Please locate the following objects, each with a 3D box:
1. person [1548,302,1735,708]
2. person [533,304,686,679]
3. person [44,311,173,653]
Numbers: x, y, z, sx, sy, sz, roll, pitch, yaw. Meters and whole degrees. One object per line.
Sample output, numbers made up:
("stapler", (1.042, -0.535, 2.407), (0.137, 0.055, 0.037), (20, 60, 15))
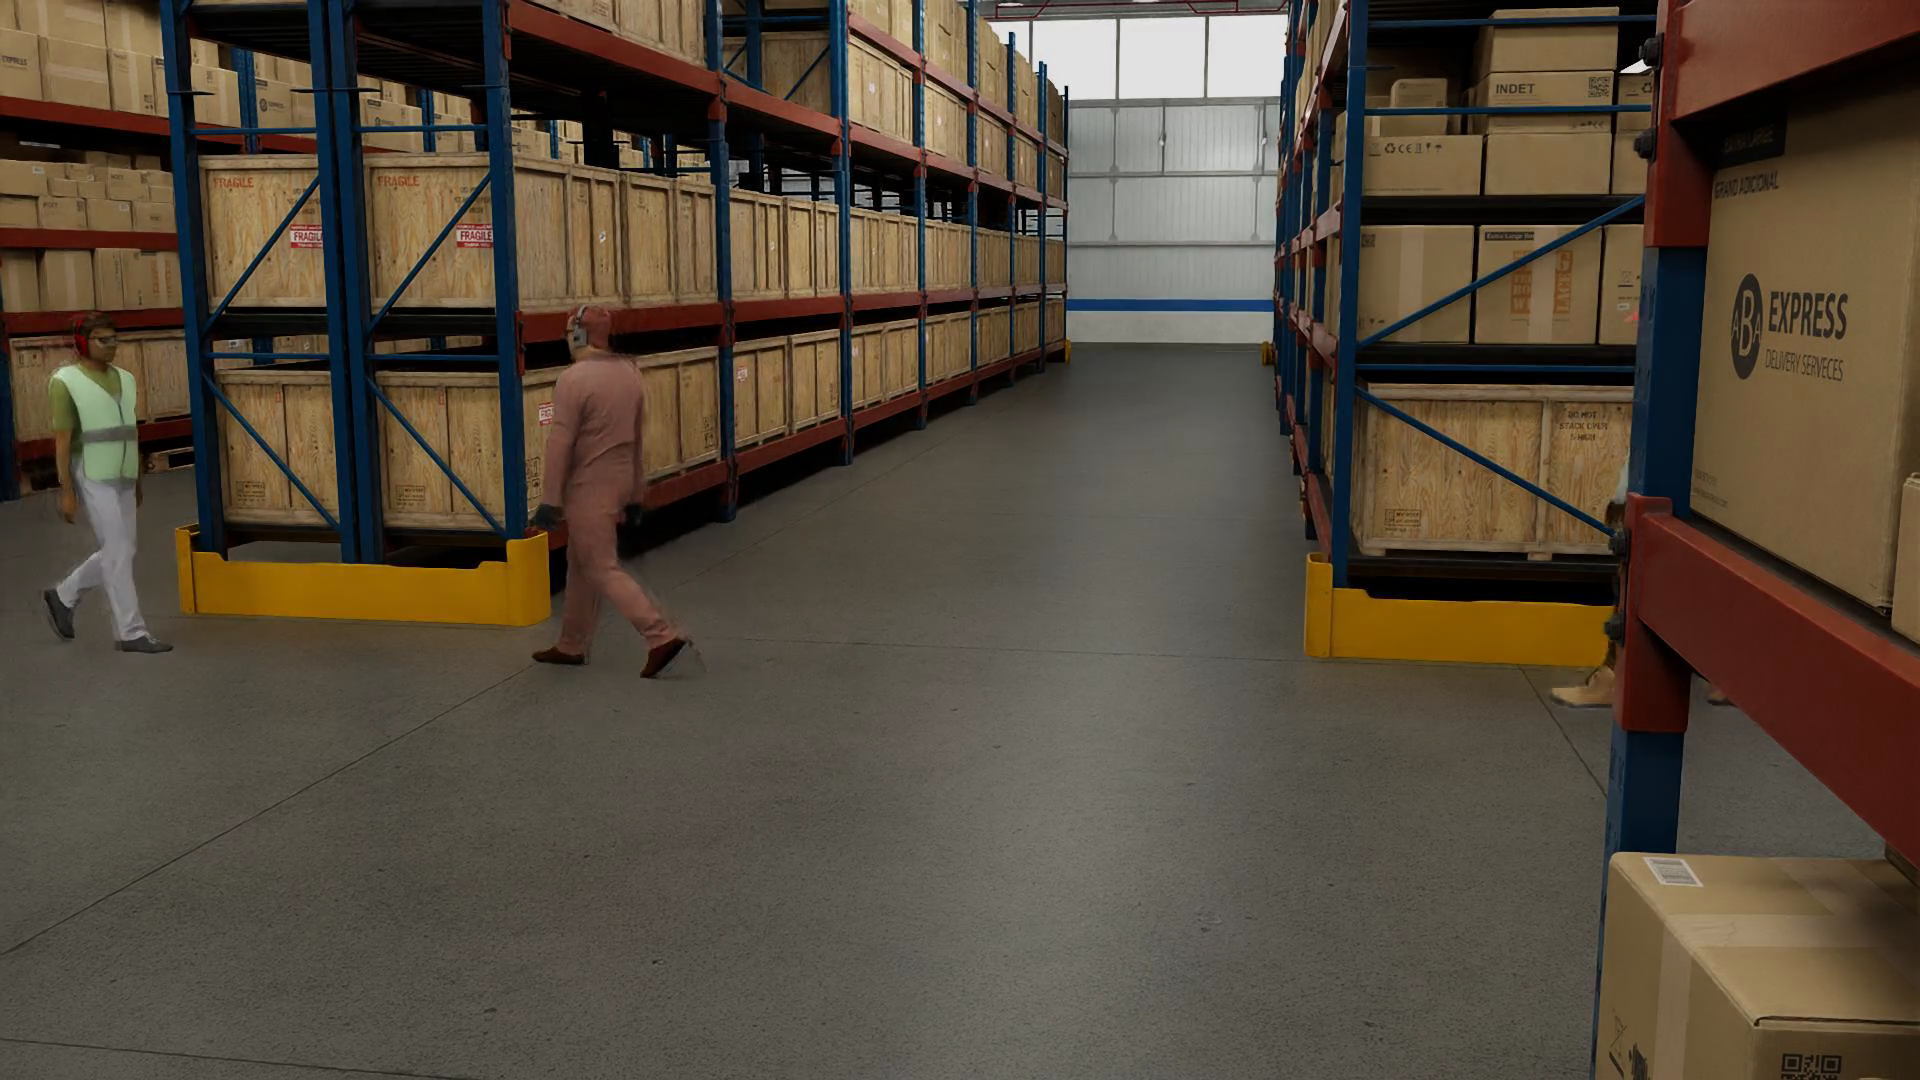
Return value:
("person", (3.318, -0.194, 7.641), (1.011, 2.006, 0.613), (2, 9, 11))
("person", (-1.778, -0.242, 8.336), (0.920, 1.874, 0.666), (3, 10, 17))
("person", (-4.611, -0.304, 8.854), (0.771, 1.823, 0.574), (2, 9, 11))
